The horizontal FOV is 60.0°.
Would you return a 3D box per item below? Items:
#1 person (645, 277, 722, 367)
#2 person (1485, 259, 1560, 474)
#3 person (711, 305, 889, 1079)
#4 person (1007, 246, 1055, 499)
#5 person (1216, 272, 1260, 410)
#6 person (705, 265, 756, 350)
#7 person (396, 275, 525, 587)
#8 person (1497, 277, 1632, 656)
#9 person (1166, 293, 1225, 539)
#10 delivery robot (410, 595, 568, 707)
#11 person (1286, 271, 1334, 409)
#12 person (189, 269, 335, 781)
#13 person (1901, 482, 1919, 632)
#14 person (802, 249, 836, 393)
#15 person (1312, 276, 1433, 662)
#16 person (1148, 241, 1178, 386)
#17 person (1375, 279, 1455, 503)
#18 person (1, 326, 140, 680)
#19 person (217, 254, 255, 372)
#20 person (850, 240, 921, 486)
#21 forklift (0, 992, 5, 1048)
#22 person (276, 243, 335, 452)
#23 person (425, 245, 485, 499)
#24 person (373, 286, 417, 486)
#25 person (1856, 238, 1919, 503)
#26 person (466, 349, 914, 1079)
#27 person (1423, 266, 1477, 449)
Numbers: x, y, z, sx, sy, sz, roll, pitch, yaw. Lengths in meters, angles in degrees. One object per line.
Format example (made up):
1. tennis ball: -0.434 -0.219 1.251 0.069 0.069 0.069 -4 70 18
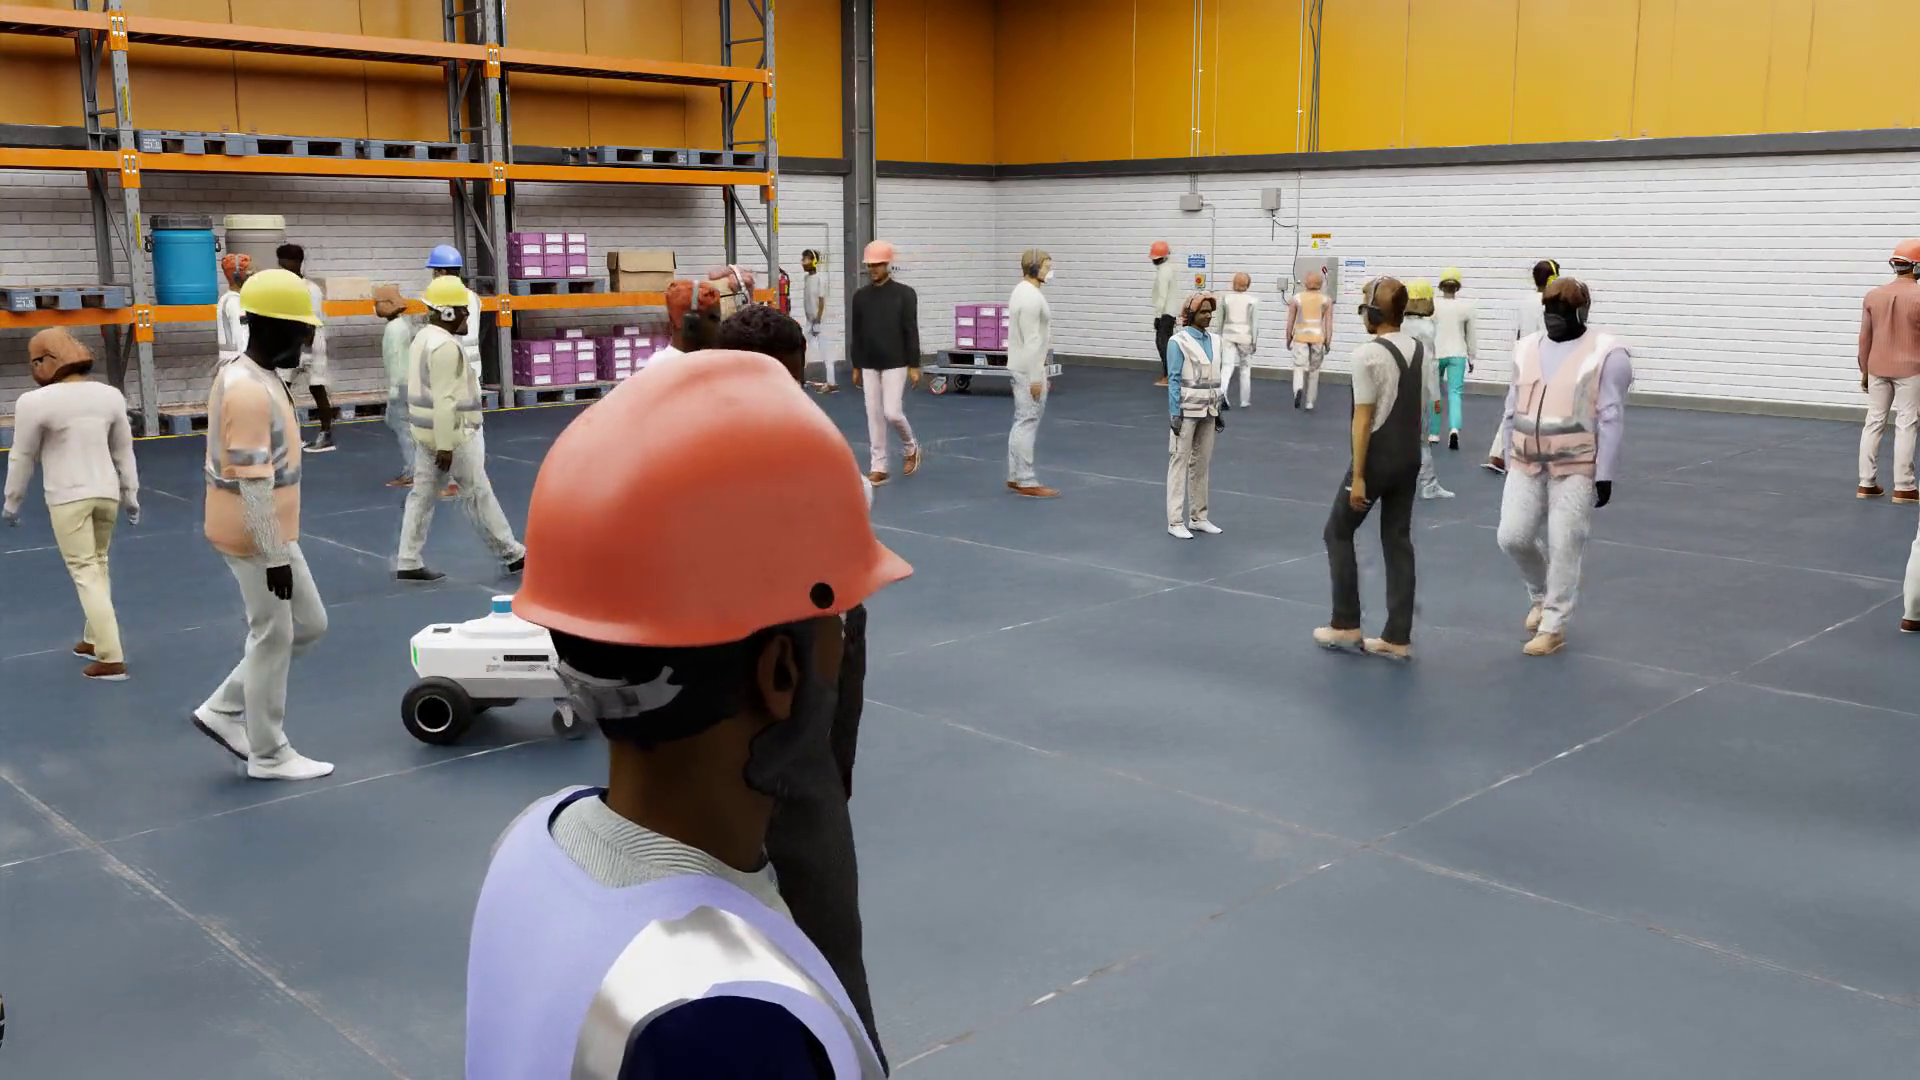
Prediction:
1. person: -1.003 -0.124 6.750 0.932 1.845 0.592 -3 11 -17
2. person: 4.877 -1.466 14.141 0.959 1.830 0.536 -5 12 -26
3. person: -0.395 0.471 3.431 0.604 1.876 0.945 -5 12 -26
4. person: 0.541 -1.287 12.845 0.355 1.936 0.635 -1 10 -4
5. person: 3.204 -2.316 19.382 0.524 1.606 0.778 4 11 21
6. person: -1.048 -0.355 7.915 0.640 1.887 0.437 10 14 43
7. person: -2.887 -0.628 9.653 0.912 1.781 0.623 -6 12 -30
8. person: 2.908 -0.358 8.073 0.461 1.825 0.637 -9 14 -42
9. person: 1.581 -0.836 11.196 0.514 1.641 0.308 -9 14 -41
10. delivery robot: -1.847 0.469 6.785 0.707 0.478 0.477 0 10 0
11. person: 4.019 -2.284 19.143 0.540 1.618 0.662 2 11 10
12. person: -2.531 -0.030 6.073 0.496 1.902 0.624 -3 11 -15
13. person: 4.979 -0.296 8.296 0.280 1.624 0.494 -3 11 -15
14. person: -1.956 -2.765 21.188 0.915 1.829 0.559 -8 13 -36
15. person: 1.964 -0.345 7.998 0.514 1.822 0.670 -6 12 -30
16. person: 2.776 -3.060 22.512 0.444 1.946 0.793 3 11 14
17. person: 3.394 -1.129 12.630 0.894 1.705 0.490 -3 11 -15
18. person: -4.105 -0.170 7.656 0.706 1.604 0.501 5 12 27
19. person: -5.435 -1.224 12.655 0.355 1.882 0.575 -6 12 -32
20. person: -0.599 -1.426 13.481 0.642 1.982 0.514 6 12 30
21. forklift: -3.245 0.323 3.363 2.313 2.155 1.214 2 11 13
22. person: -6.150 -1.762 15.402 0.612 1.941 0.665 8 13 36
23. person: -3.892 -1.287 12.814 0.386 1.948 0.601 2 11 11
24. person: -4.511 -1.244 13.471 0.385 1.615 0.535 -4 11 -20
25. person: 7.150 -1.283 12.665 0.379 1.996 0.611 -6 12 -29
26. person: -0.181 0.825 1.319 0.357 1.940 0.545 -6 12 -31
27. person: 4.688 -1.753 15.958 0.534 1.732 0.855 2 11 9
